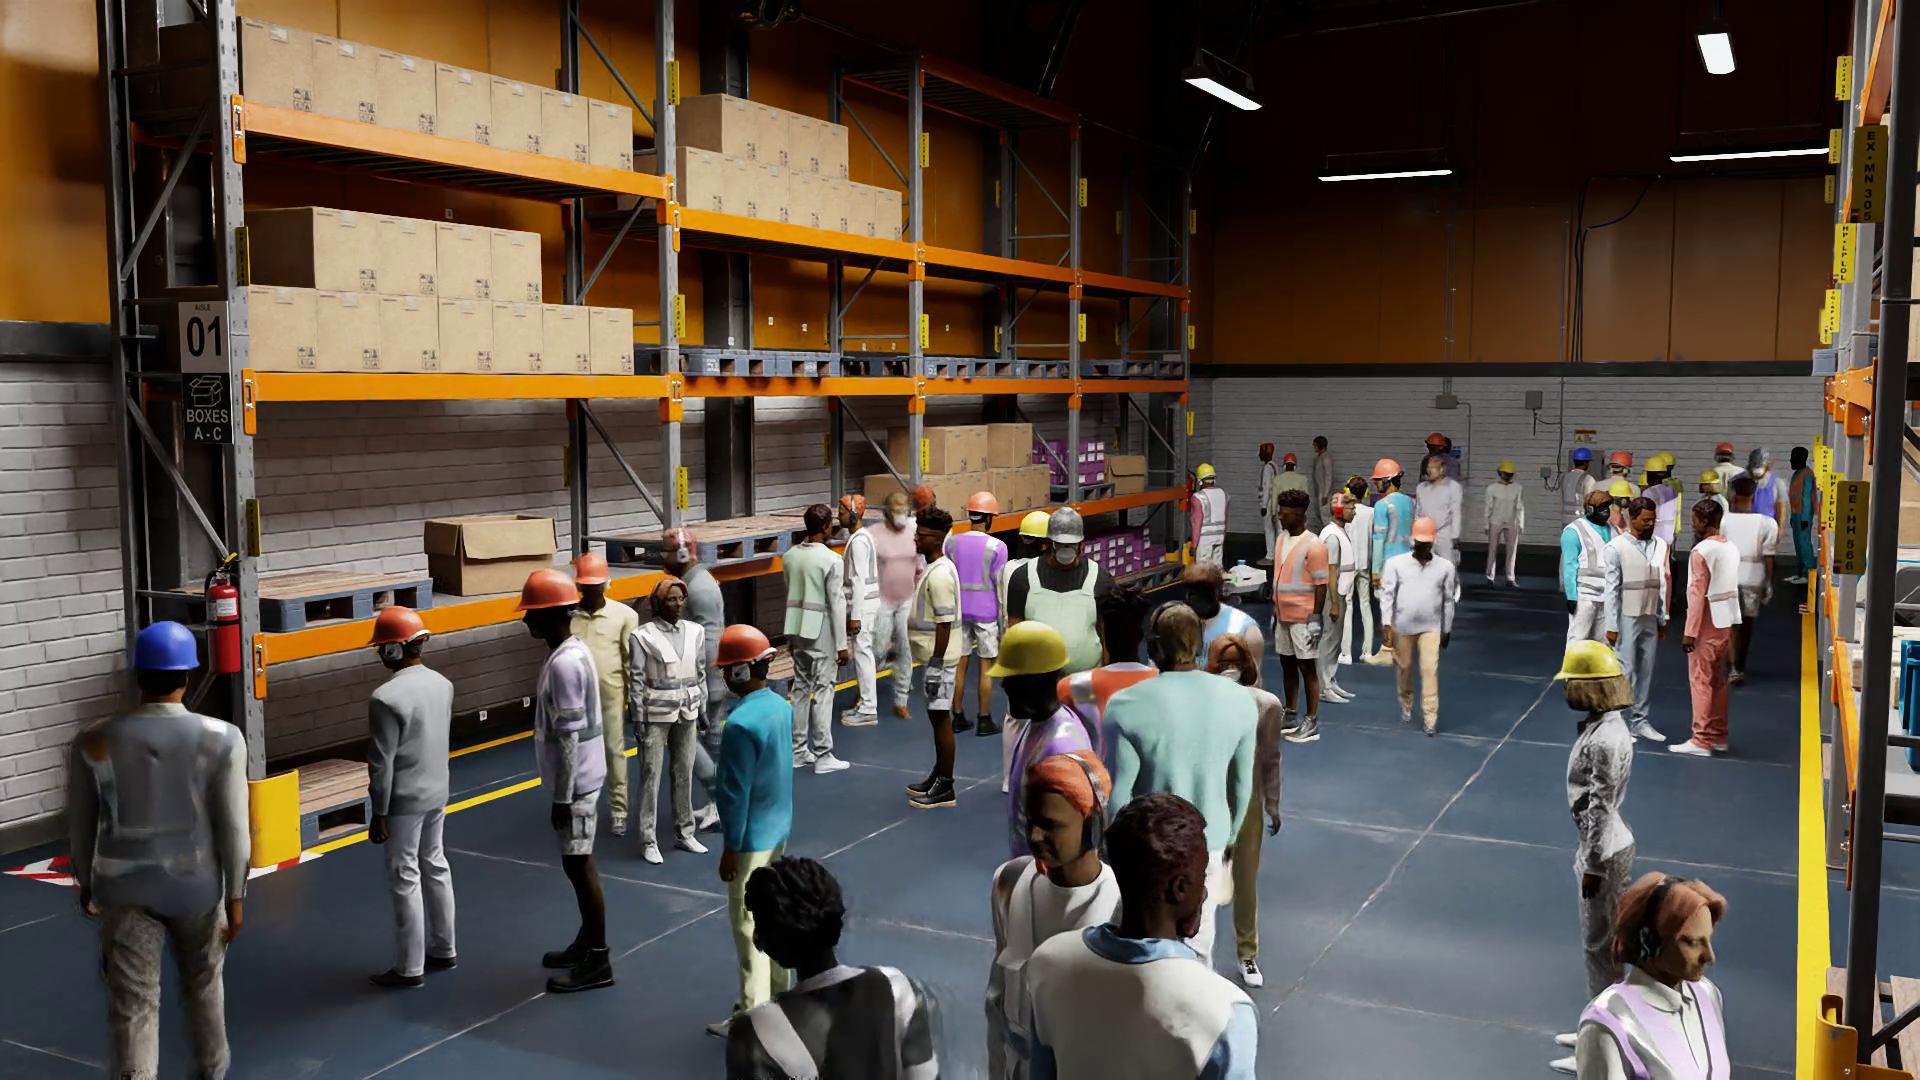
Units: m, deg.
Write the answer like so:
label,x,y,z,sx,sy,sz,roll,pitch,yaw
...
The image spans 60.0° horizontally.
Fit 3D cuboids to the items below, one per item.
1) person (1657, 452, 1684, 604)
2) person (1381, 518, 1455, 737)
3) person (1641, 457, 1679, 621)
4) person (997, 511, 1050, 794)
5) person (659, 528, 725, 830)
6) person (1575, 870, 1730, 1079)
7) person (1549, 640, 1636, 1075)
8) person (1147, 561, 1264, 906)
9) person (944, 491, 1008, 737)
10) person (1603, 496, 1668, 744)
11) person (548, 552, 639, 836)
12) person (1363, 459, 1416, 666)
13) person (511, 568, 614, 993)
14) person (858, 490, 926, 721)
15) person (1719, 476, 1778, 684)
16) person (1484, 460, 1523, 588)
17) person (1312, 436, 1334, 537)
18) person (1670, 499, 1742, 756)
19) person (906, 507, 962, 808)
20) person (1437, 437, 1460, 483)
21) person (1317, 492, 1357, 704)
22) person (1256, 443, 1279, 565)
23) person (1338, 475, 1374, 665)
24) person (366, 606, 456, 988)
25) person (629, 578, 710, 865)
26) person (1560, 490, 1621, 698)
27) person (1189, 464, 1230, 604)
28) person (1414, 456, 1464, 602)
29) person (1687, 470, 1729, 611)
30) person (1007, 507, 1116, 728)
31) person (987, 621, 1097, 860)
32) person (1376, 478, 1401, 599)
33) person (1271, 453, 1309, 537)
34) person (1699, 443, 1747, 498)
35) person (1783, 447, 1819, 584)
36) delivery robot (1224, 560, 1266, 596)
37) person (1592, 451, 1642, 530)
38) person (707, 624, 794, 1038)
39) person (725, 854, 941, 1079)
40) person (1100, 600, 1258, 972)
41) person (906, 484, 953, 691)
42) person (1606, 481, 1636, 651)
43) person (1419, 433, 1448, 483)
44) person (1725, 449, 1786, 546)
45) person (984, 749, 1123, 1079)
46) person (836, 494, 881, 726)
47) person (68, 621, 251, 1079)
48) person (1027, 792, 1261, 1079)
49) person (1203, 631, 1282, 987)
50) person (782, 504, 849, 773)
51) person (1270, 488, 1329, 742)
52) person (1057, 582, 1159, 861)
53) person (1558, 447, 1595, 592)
label,x,y,z,sx,sy,sz,roll,pitch,yaw
person,8.775,-0.135,20.734,0.587,1.928,0.363,-5,7,-42
person,3.658,0.668,13.293,0.572,1.708,0.872,1,5,13
person,8.055,-0.001,19.280,0.585,1.929,0.370,-3,6,-33
person,0.490,0.768,11.082,0.390,1.920,0.587,-4,7,-38
person,-1.623,0.859,10.380,0.504,1.875,0.660,-2,6,-16
person,1.596,1.577,3.856,0.512,1.638,0.307,-4,7,-40
person,2.547,1.267,6.713,0.326,1.729,0.490,2,6,19
person,1.268,1.020,8.837,0.670,1.828,0.454,3,6,32
person,0.145,0.580,13.070,0.549,1.925,0.384,3,6,27
person,5.198,0.613,12.824,0.598,1.907,0.408,-3,6,-27
person,-2.234,0.939,10.146,0.570,1.744,0.353,0,5,-1
person,4.203,0.223,16.331,0.606,2.035,0.404,-5,7,-44
person,-1.828,1.088,7.639,0.416,1.924,0.559,-1,6,-15
person,-0.592,0.524,13.779,0.642,1.913,0.668,-2,6,-23
person,7.243,0.362,15.449,0.611,1.922,1.008,2,6,23
person,7.360,-0.211,22.507,0.526,1.758,0.365,0,5,-5
person,5.931,-0.740,27.211,0.372,1.935,0.629,0,5,0
person,5.609,0.650,12.410,0.602,1.905,0.386,-5,7,-42
person,-0.169,0.760,10.896,0.363,1.963,0.630,0,5,-4
person,7.706,-0.681,26.541,0.371,1.940,0.627,-4,7,-38
person,3.240,0.499,14.429,0.389,1.837,0.560,2,6,17
person,4.737,-0.547,25.475,0.349,1.879,0.567,2,6,18
person,3.888,0.296,16.405,0.539,1.869,0.313,-1,5,-12
person,-2.556,1.172,7.671,0.345,1.744,0.557,1,5,12
person,-1.688,1.034,9.658,0.515,1.645,0.309,-5,7,-42
person,5.531,0.487,14.493,0.622,1.845,0.429,-3,6,-25
person,2.935,0.006,19.762,0.587,1.826,0.404,-4,7,-39
person,5.889,-0.091,20.439,0.650,1.893,0.671,5,7,41
person,8.990,0.031,19.982,0.315,1.737,0.486,-2,6,-19
person,0.616,0.796,10.112,0.679,2.000,0.535,0,5,5
person,0.297,1.241,5.988,0.400,1.918,0.587,0,5,-3
person,5.441,-0.052,21.119,0.322,1.689,0.529,1,5,12
person,4.893,-0.419,24.714,0.563,1.751,0.329,0,5,2
person,10.458,-0.348,22.803,0.642,1.965,0.481,2,6,17
person,11.692,-0.341,23.080,0.397,1.910,0.587,1,5,10
delivery robot,3.515,0.492,20.787,0.477,0.478,0.707,5,7,44
person,7.694,-0.045,19.490,0.414,1.986,0.637,-5,7,-43
person,-0.899,1.226,7.092,0.349,1.740,0.575,1,5,13
person,-0.272,1.559,3.827,0.549,1.659,0.565,-5,7,-43
person,0.822,1.192,6.440,0.649,1.933,0.445,-1,5,-12
person,-0.340,0.431,14.946,0.593,1.884,0.433,1,5,13
person,6.810,0.270,17.233,0.315,1.767,0.535,1,6,15
person,7.213,-0.618,25.388,0.418,2.035,0.609,2,6,23
person,9.845,-0.180,20.619,0.693,2.000,1.060,2,6,25
person,0.286,1.439,4.106,0.347,1.876,0.572,-5,7,-44
person,-0.823,0.563,13.520,0.354,1.876,0.573,0,5,-4
person,-2.912,1.244,6.075,0.620,1.895,0.991,-2,6,-18
person,0.374,1.475,3.451,0.399,1.920,0.589,-5,7,-42
person,1.222,1.228,7.629,0.507,1.632,0.277,0,5,4
person,-1.043,0.701,11.848,0.591,1.912,0.386,5,7,43
person,2.602,0.581,12.893,0.362,1.949,0.614,-2,6,-22
person,0.650,1.150,6.762,0.633,1.960,0.366,-1,5,-10
person,8.152,-0.249,21.931,0.416,1.941,0.612,-2,6,-17
